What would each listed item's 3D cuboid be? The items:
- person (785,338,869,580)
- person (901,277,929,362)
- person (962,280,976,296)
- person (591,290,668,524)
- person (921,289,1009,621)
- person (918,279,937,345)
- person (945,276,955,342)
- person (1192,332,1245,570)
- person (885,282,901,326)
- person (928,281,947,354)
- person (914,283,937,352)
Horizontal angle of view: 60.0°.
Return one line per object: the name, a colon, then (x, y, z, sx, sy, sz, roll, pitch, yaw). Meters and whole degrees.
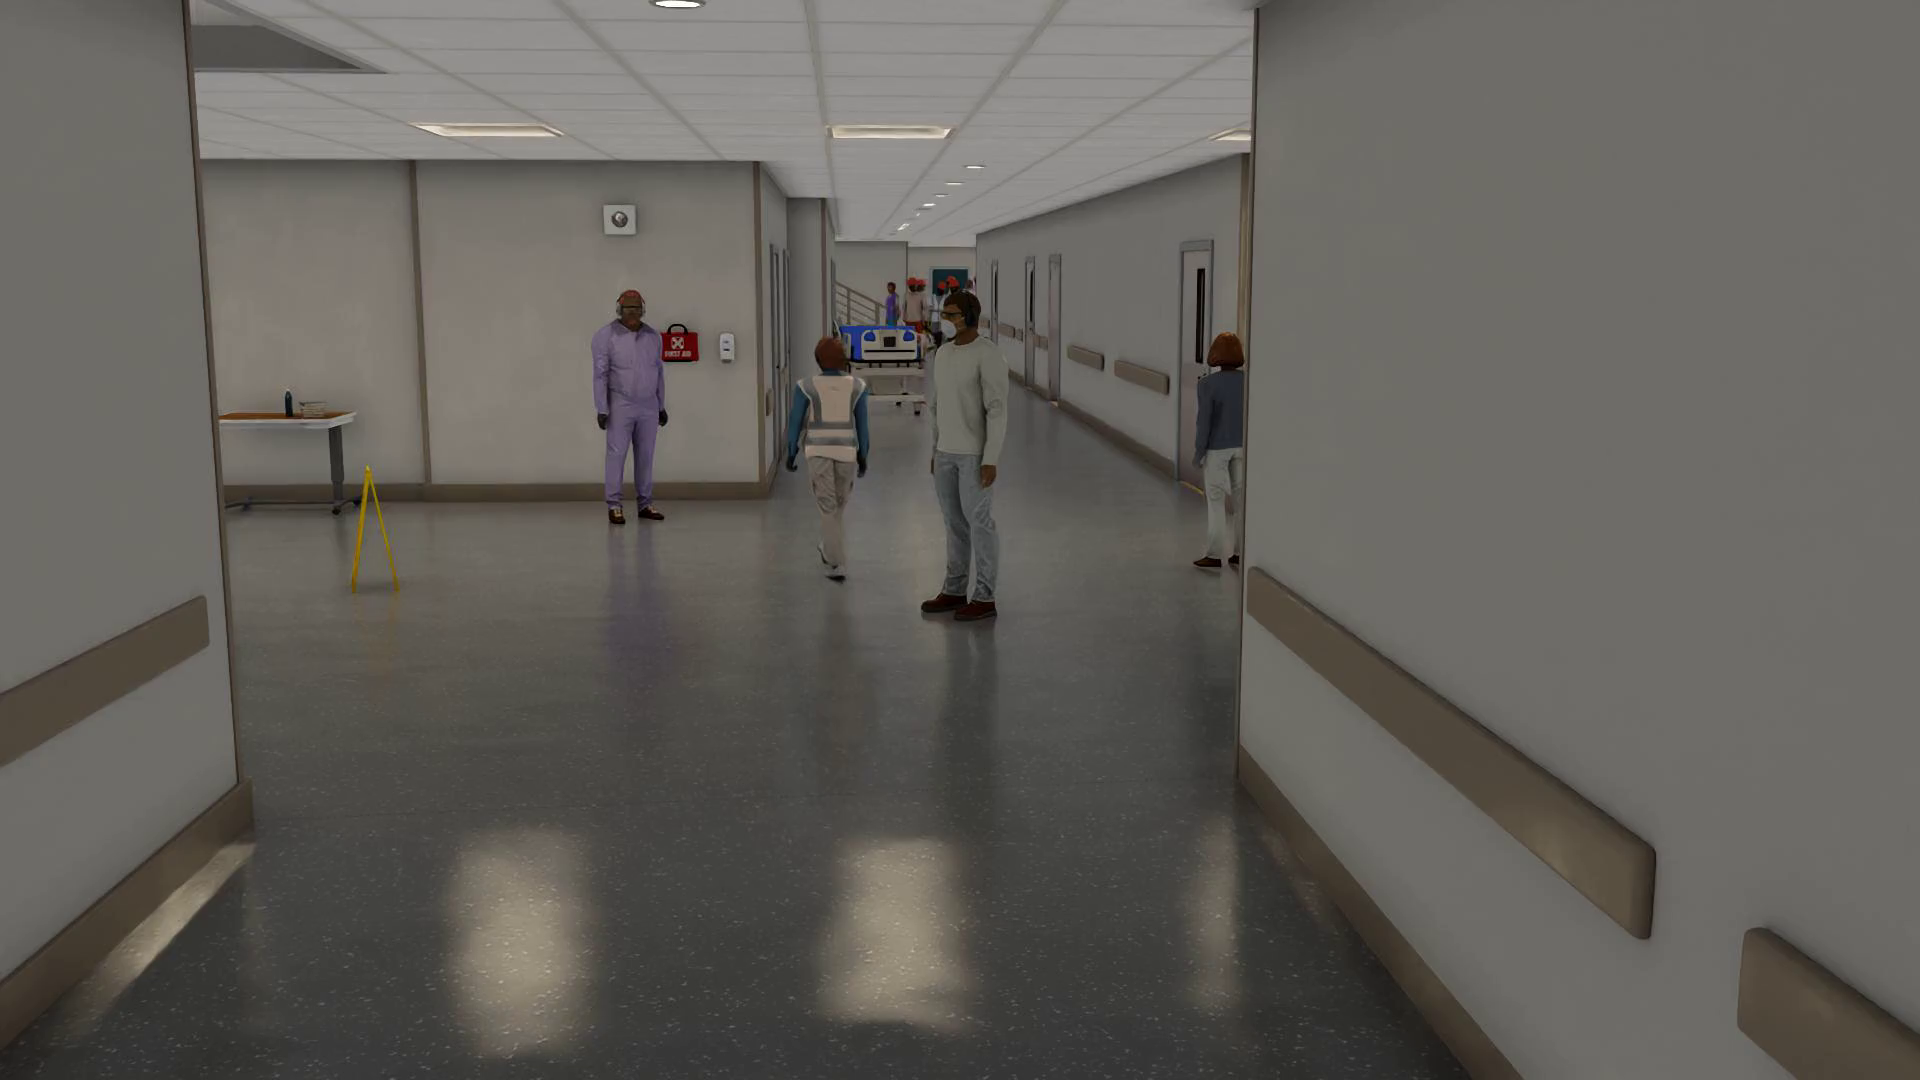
person: (-0.905, -0.561, 11.253, 0.531, 1.594, 0.847, -4, 10, -22)
person: (-1.099, -5.121, 38.727, 0.837, 1.969, 0.488, 4, 10, 25)
person: (0.234, -6.568, 48.071, 0.658, 1.887, 0.546, 4, 10, 25)
person: (-2.678, -1.089, 13.626, 0.652, 1.904, 0.403, -8, 12, -40)
person: (0.025, -0.498, 9.807, 0.367, 1.939, 0.634, -7, 11, -37)
person: (-0.985, -6.466, 47.338, 0.769, 1.921, 0.546, 0, 9, 2)
person: (-0.255, -6.992, 50.399, 0.376, 1.995, 0.609, 1, 9, 7)
person: (1.825, -0.610, 11.466, 0.500, 1.633, 0.281, -5, 10, -27)
person: (-1.725, -5.695, 42.771, 0.391, 1.836, 0.600, -5, 10, -26)
person: (-0.498, -5.454, 41.082, 0.555, 1.893, 0.886, 1, 9, 7)
person: (-1.088, -5.806, 43.460, 0.999, 1.829, 0.577, 0, 9, -3)
